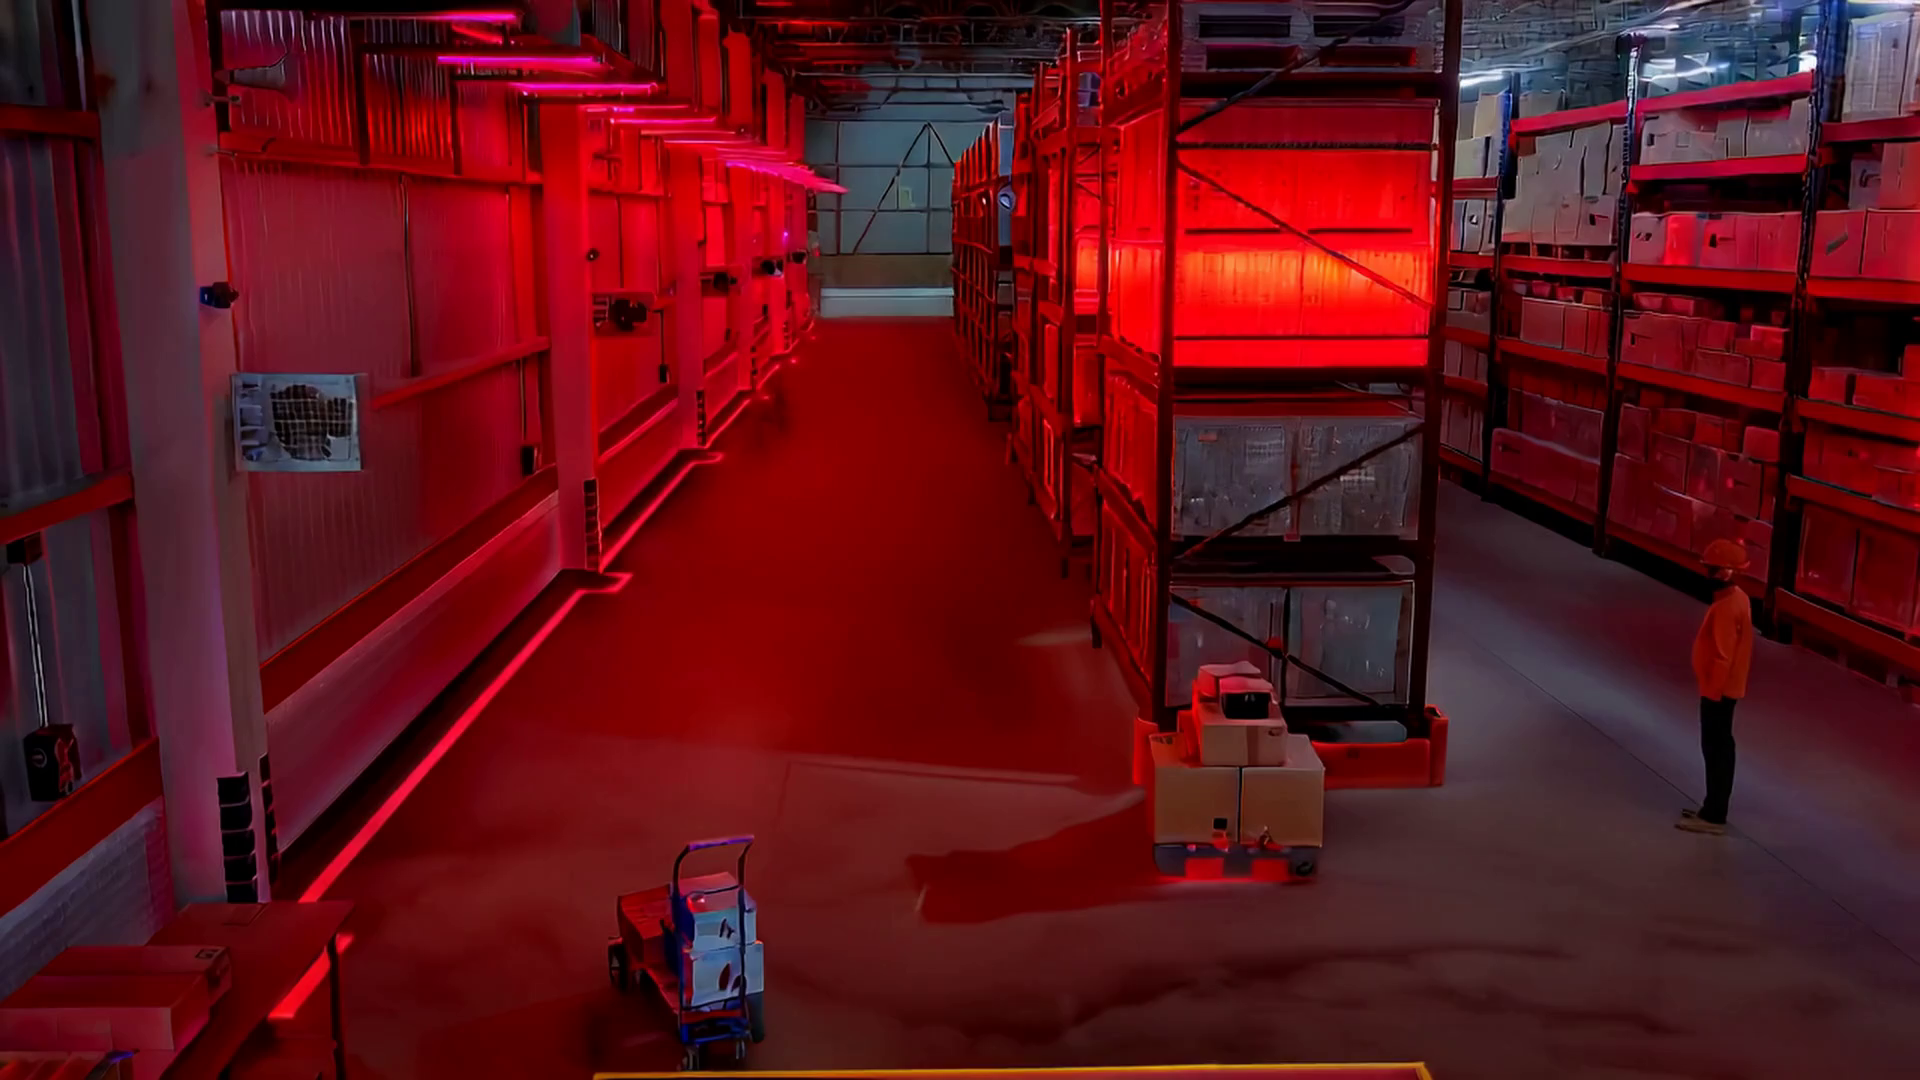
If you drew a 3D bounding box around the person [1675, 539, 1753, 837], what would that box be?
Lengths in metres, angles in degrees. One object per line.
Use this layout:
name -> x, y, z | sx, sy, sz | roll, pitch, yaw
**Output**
person -> 5.047, 0.974, 11.088 | 0.382, 1.993, 0.622 | 6, 13, 30
